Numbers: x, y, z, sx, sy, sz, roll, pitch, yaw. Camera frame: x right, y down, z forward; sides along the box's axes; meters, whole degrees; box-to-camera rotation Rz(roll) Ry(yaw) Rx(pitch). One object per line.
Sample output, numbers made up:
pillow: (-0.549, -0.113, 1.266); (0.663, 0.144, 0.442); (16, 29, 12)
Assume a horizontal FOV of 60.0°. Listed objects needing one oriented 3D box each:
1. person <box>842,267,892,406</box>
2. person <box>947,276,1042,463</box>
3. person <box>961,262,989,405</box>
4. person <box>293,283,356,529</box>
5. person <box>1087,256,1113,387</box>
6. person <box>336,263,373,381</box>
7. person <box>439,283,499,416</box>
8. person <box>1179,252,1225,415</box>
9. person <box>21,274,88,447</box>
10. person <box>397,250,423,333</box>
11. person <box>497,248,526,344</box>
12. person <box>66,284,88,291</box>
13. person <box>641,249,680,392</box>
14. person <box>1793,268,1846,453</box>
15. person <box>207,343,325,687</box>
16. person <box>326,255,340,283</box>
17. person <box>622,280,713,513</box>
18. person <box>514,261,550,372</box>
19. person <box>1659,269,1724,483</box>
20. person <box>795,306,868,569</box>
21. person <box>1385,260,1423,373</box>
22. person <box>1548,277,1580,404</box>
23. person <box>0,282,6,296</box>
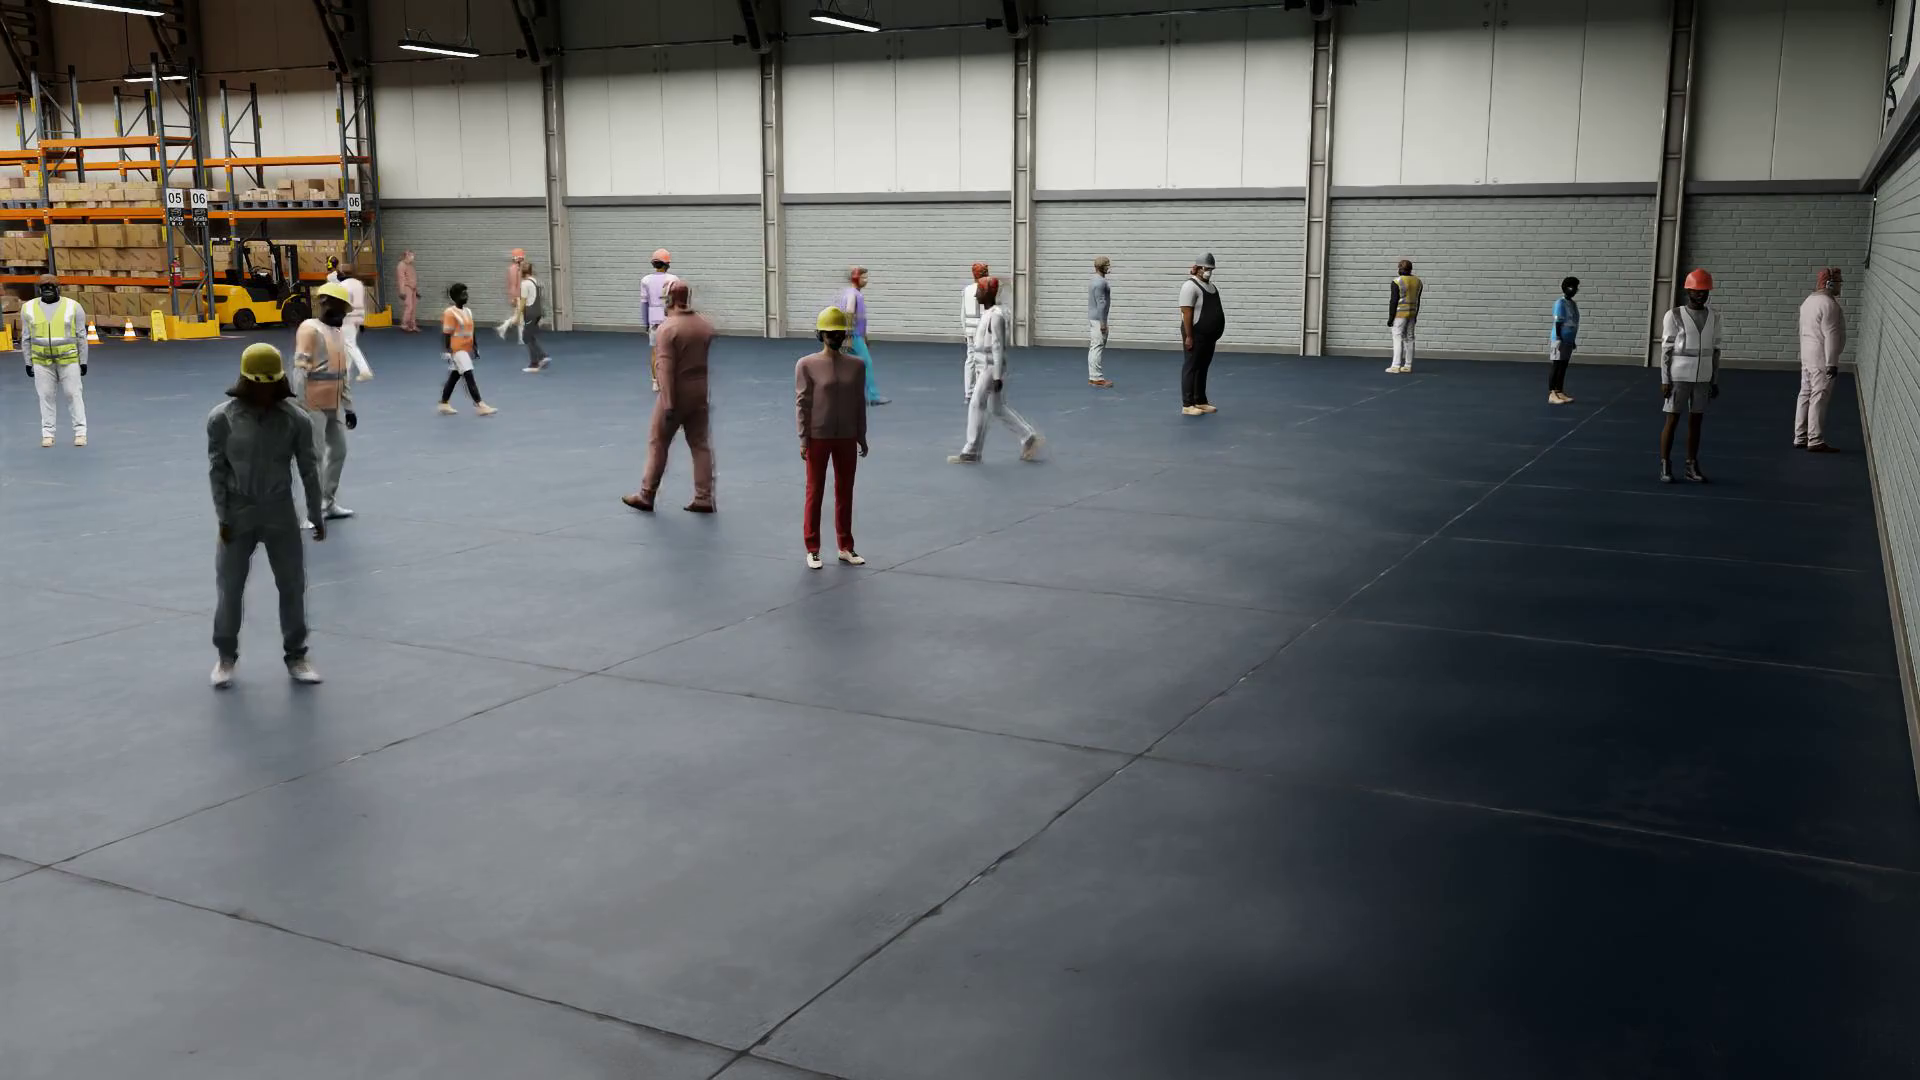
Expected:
person: (-1.241, -2.657, 21.830); (0.840, 1.811, 0.601); (0, 10, 1)
person: (0.356, -1.672, 16.392); (0.897, 1.854, 0.584); (-1, 10, -5)
person: (0.249, -2.720, 22.005); (0.340, 1.882, 0.586); (-7, 13, -35)
person: (-4.933, -1.038, 12.873); (0.378, 1.877, 0.699); (2, 11, 8)
person: (2.083, -3.245, 24.716); (0.372, 1.940, 0.629); (-1, 10, -4)
person: (-9.419, -3.344, 25.667); (0.802, 1.822, 0.642); (2, 11, 12)
person: (-6.178, -2.361, 20.684); (0.861, 1.647, 0.544); (2, 11, 11)
person: (3.068, -2.602, 20.933); (0.536, 2.000, 0.682); (8, 13, 36)
person: (-9.613, -1.902, 17.688); (0.630, 1.835, 0.429); (-3, 11, -17)
person: (-12.689, -5.722, 38.333); (0.407, 1.903, 0.694); (1, 10, 4)
person: (-9.228, -5.036, 34.395); (0.696, 1.973, 0.626); (-1, 10, -7)
person: (-22.393, -6.431, 42.248); (0.878, 1.872, 0.673); (9, 14, 40)
person: (-4.241, -3.124, 23.769); (0.605, 2.045, 0.383); (2, 11, 13)
person: (8.968, -1.867, 17.291); (0.409, 1.907, 0.651); (1, 10, 3)
person: (-3.487, -0.120, 8.265); (0.611, 1.718, 0.484); (-6, 12, -30)
person: (-11.393, -4.242, 30.338); (0.327, 1.874, 0.521); (2, 11, 10)
person: (-2.358, -1.154, 13.500); (0.827, 1.877, 0.650); (7, 12, 33)
person: (-7.053, -3.638, 27.181); (0.417, 1.826, 0.501); (1, 10, 4)
person: (6.625, -1.475, 15.070); (0.544, 1.939, 0.355); (0, 10, -3)
person: (-0.860, -0.691, 11.265); (0.525, 1.769, 0.308); (-6, 12, -30)
person: (7.242, -3.652, 27.208); (0.626, 1.842, 0.429); (-6, 12, -29)
person: (8.079, -2.666, 22.225); (0.321, 1.694, 0.529); (9, 14, 41)
person: (-23.847, -6.109, 41.246); (0.811, 1.609, 0.518); (5, 12, 27)
